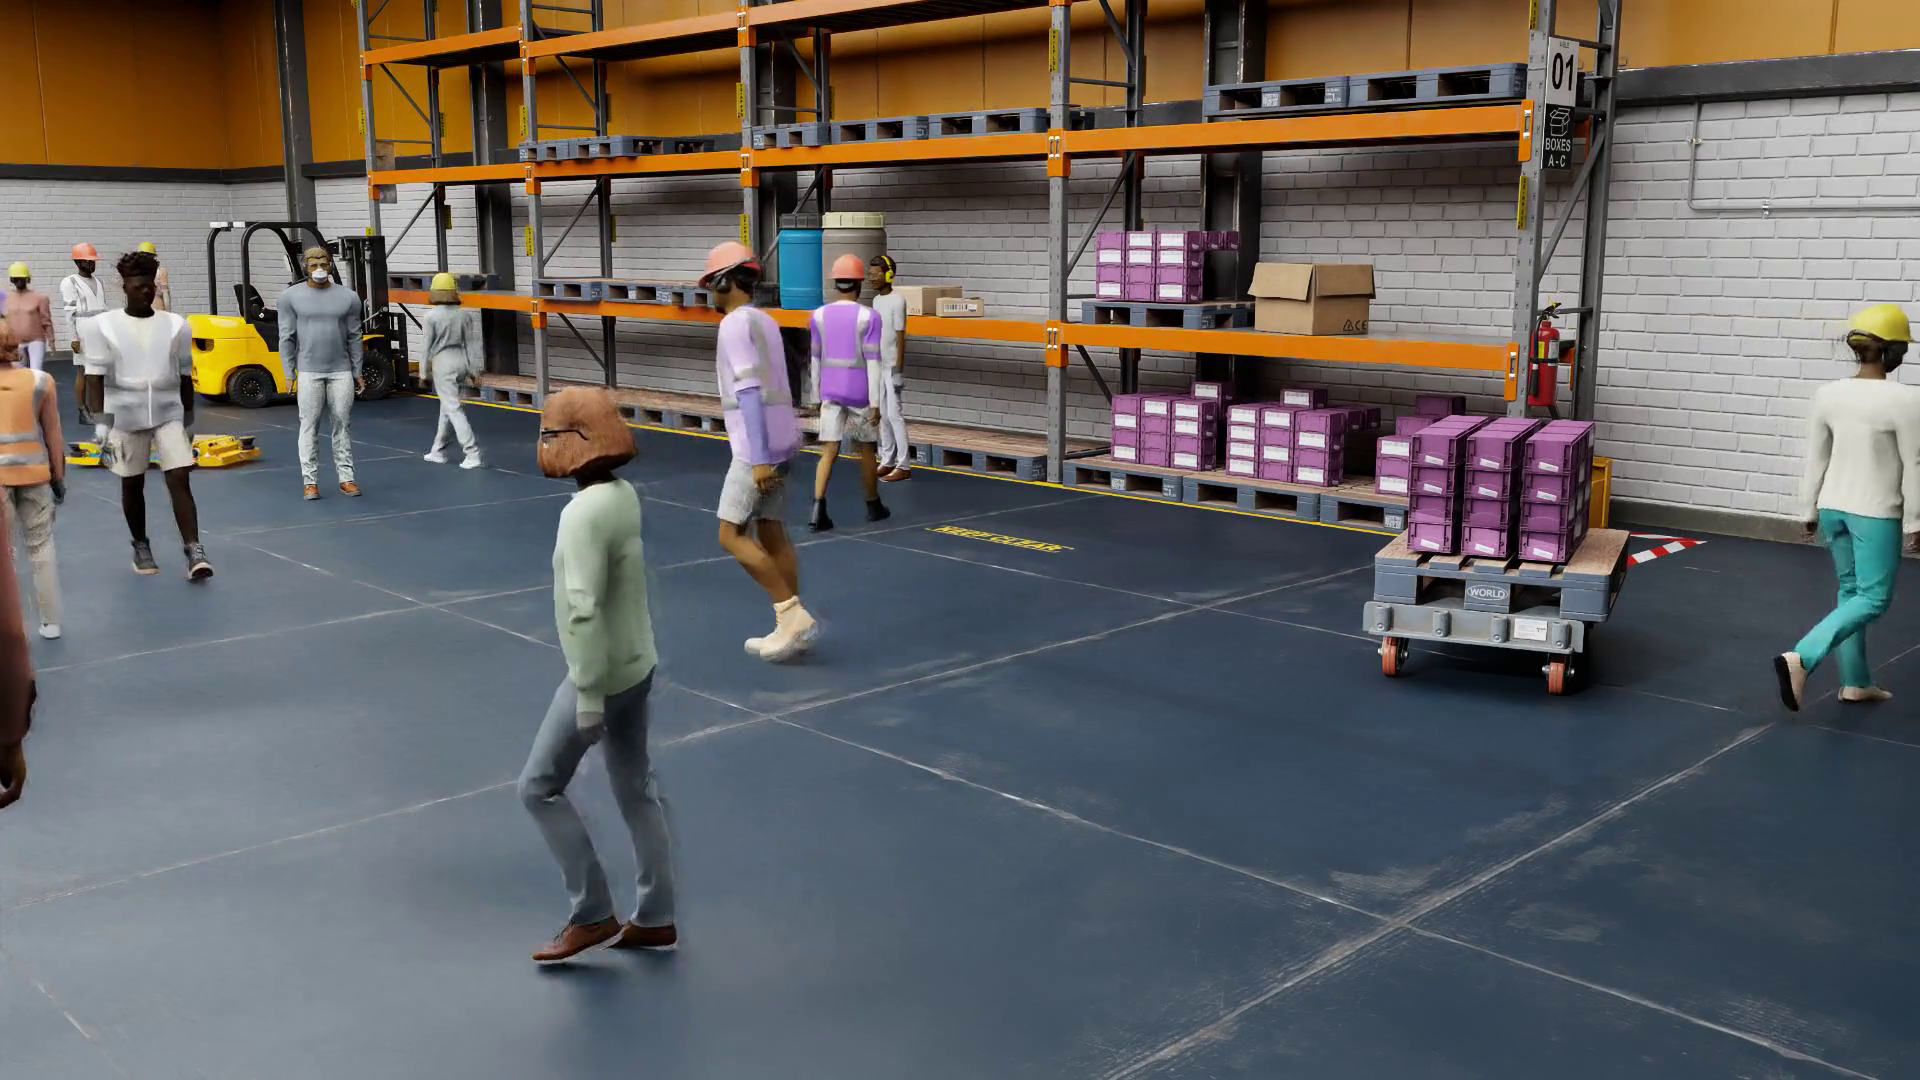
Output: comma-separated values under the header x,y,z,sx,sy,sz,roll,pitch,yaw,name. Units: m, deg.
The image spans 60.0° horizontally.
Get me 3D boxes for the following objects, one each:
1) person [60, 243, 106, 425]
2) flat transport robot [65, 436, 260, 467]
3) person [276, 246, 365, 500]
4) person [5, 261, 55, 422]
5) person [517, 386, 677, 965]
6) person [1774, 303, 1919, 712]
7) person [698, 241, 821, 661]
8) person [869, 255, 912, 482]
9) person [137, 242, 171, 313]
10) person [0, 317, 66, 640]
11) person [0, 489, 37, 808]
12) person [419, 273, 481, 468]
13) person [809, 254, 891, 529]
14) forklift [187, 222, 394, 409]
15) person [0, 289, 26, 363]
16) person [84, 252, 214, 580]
x,y,z,sx,sy,sz,roll,pitch,yaw,name
-9.329,-2.207,17.862,0.358,1.938,0.542,3,11,16,person
-7.055,-0.799,14.731,1.431,0.197,0.652,1,10,5,flat transport robot
-4.905,-1.285,12.832,0.630,1.940,0.372,-7,12,-33,person
-10.211,-2.186,18.252,0.541,1.747,0.630,-3,11,-14,person
-1.027,0.386,4.596,0.504,1.615,0.526,1,10,4,person
3.756,-0.120,7.003,0.722,1.748,0.531,-4,11,-19,person
-0.989,-0.415,7.953,0.619,1.988,0.658,2,11,12,person
-0.603,-1.411,13.750,0.320,1.860,0.505,-6,12,-28,person
-11.533,-3.269,23.706,0.584,1.918,0.381,-1,10,-5,person
-4.666,-0.279,8.174,0.308,1.640,0.522,9,14,40,person
-2.280,0.423,3.444,0.642,1.959,0.805,-8,13,-36,person
-4.488,-1.485,14.584,0.886,1.697,0.499,7,13,35,person
-0.785,-1.028,11.549,0.556,1.903,0.897,4,11,21,person
-8.169,-2.758,20.163,2.313,2.155,1.214,-10,14,-44,forklift
-9.817,-1.912,16.706,0.995,1.789,0.577,3,11,17,person
-4.733,-0.701,9.702,0.621,1.915,0.980,-8,13,-36,person
